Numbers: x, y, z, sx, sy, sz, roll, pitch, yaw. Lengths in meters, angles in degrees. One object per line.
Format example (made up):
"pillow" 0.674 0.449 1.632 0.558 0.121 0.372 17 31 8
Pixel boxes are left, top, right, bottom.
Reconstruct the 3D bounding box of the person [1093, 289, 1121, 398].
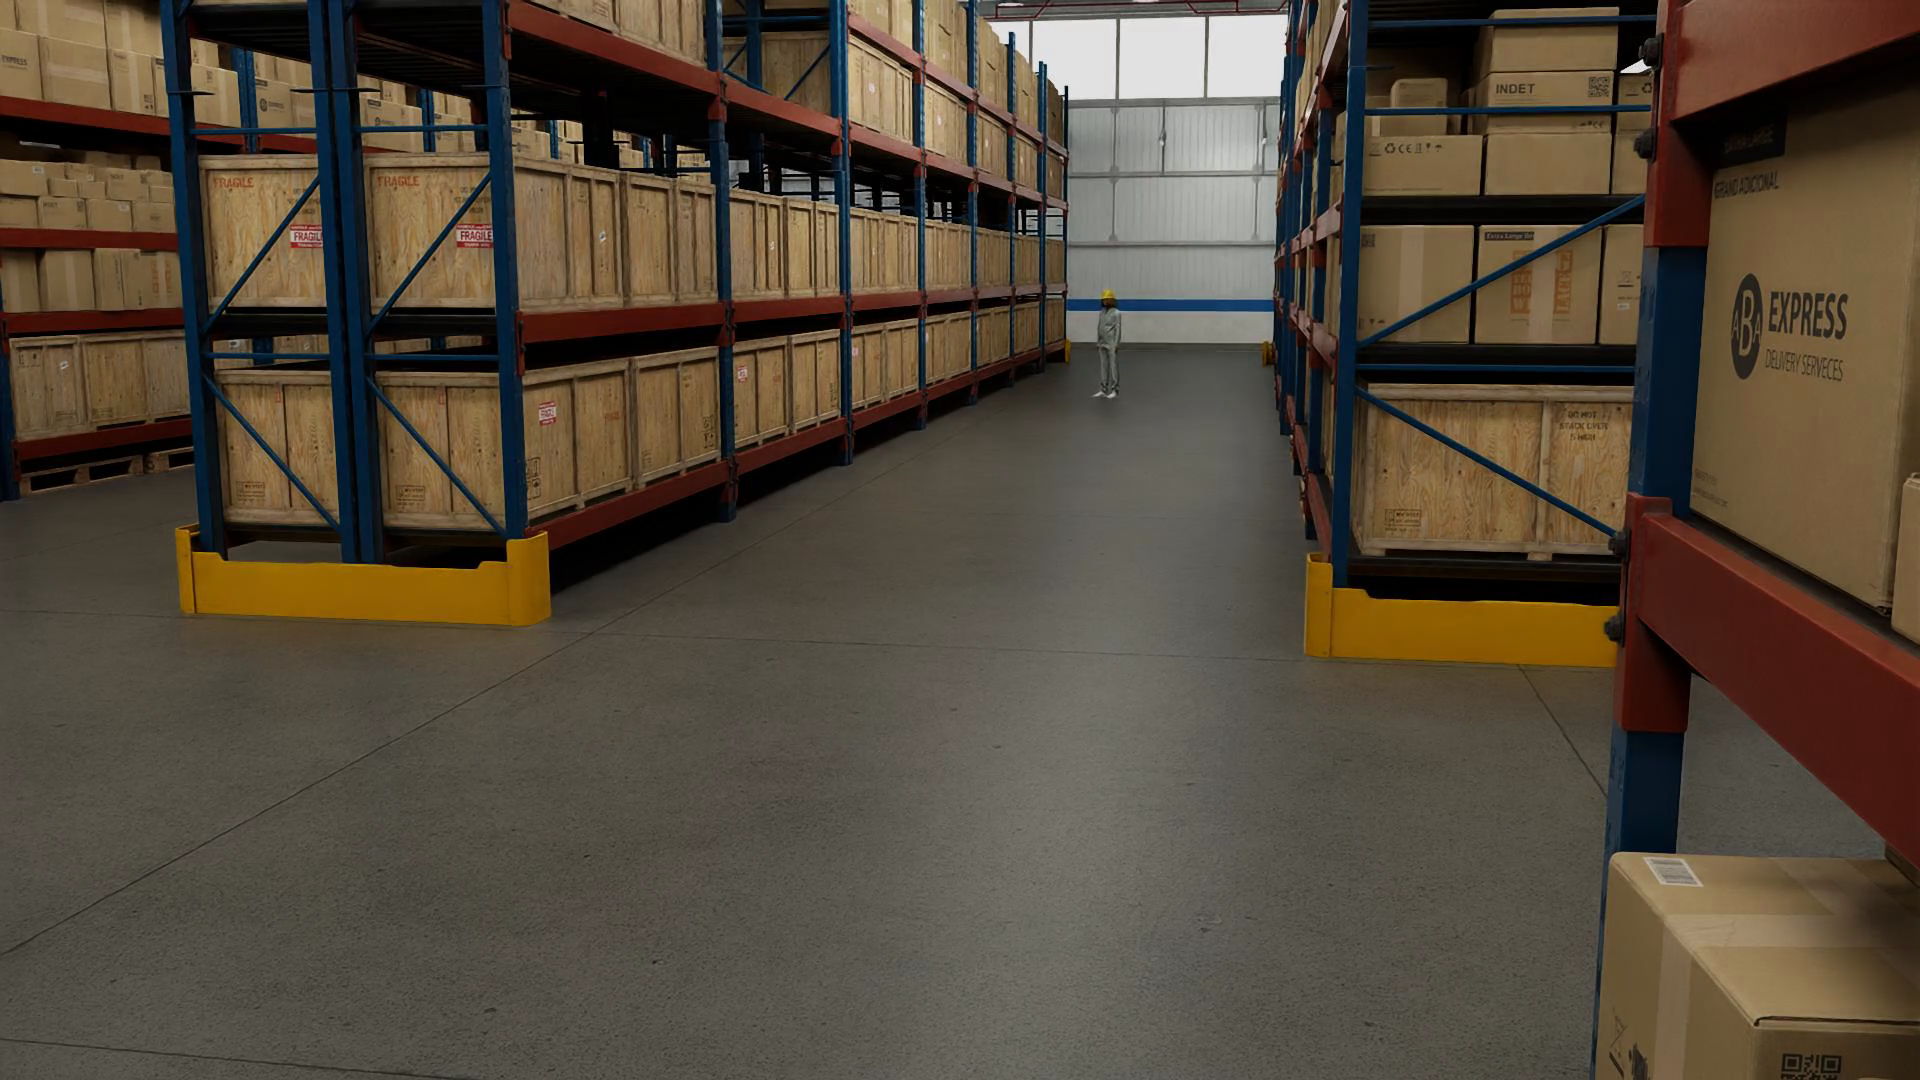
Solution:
"person" 2.376 -3.157 26.790 0.297 1.743 0.493 -7 12 -39
